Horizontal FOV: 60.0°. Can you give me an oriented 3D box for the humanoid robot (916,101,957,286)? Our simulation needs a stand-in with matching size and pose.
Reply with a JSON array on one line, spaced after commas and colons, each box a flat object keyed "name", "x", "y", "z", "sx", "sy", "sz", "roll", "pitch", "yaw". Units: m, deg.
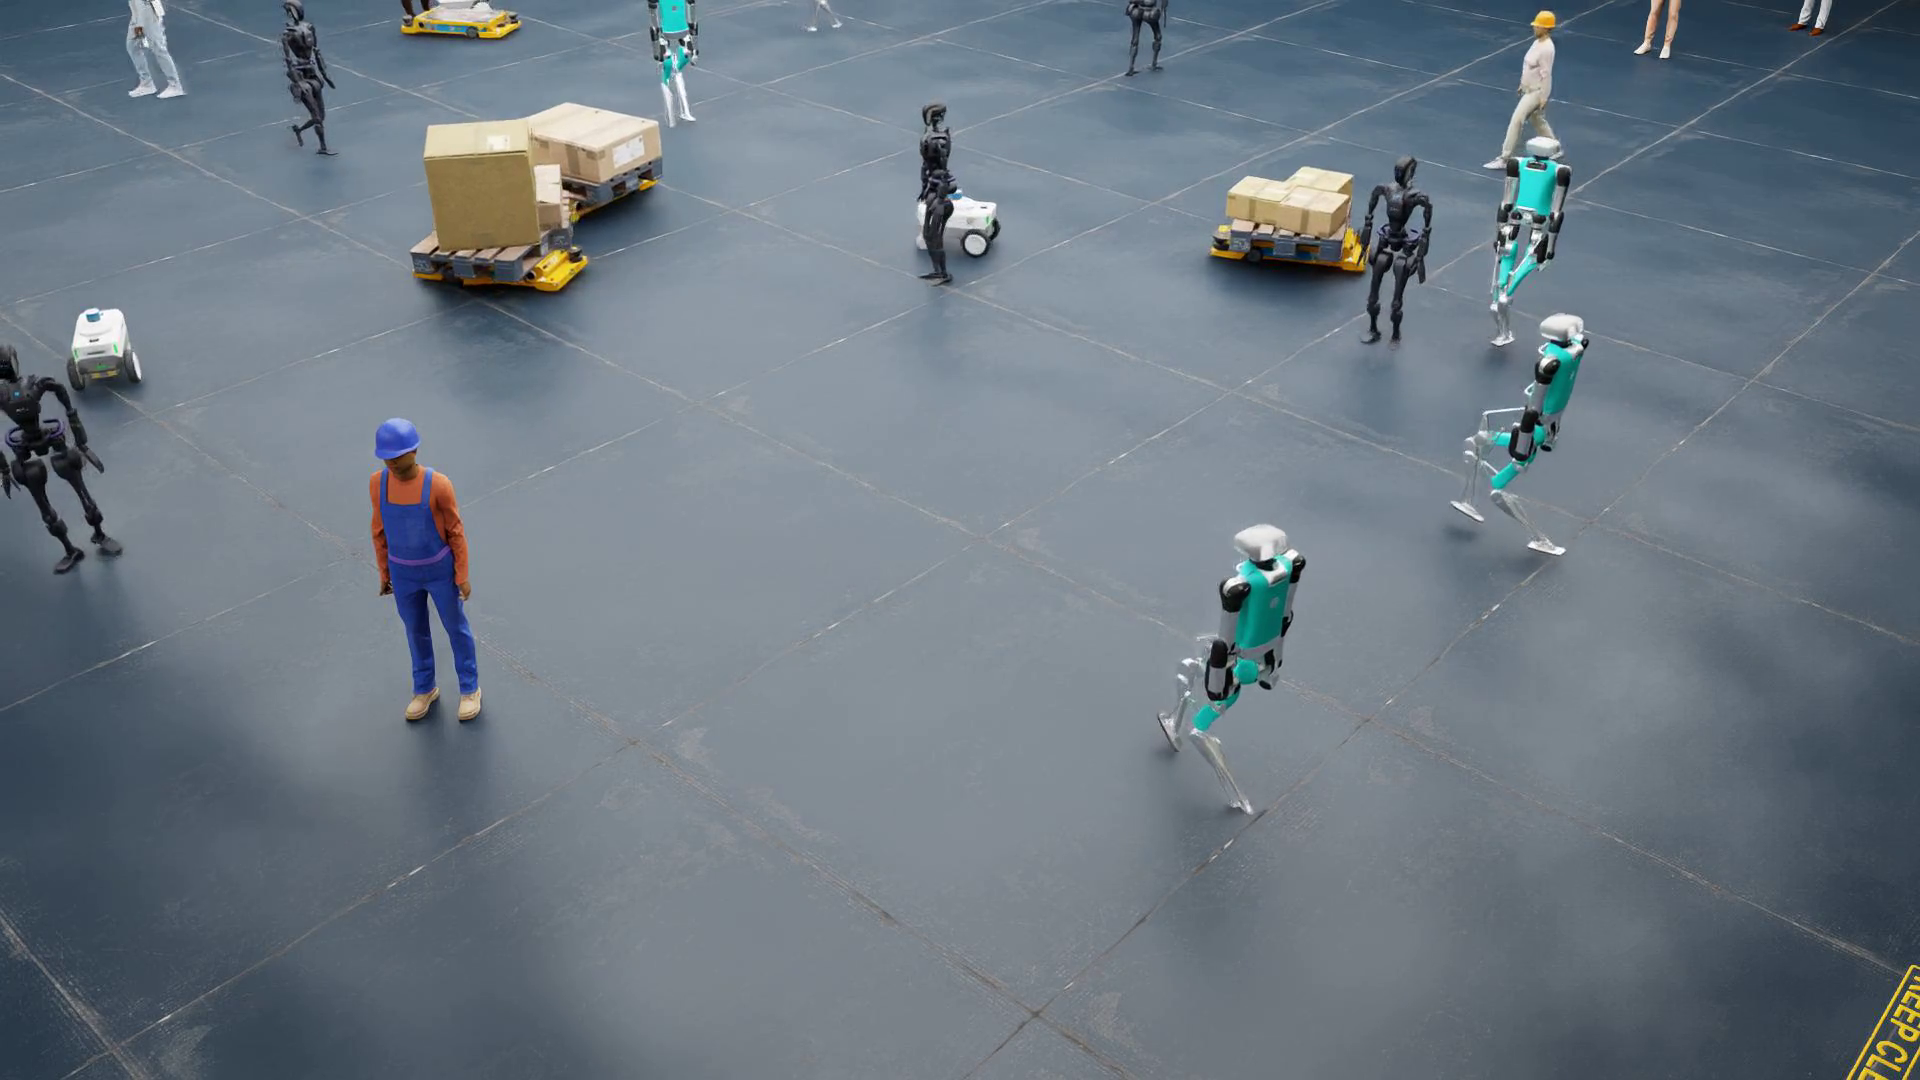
[{"name": "humanoid robot", "x": -0.212, "y": -3.077, "z": 14.780, "sx": 0.324, "sy": 1.651, "sz": 0.590, "roll": -10, "pitch": 33, "yaw": -16}]

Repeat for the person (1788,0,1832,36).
[{"name": "person", "x": 11.428, "y": -7.615, "z": 21.938, "sx": 0.367, "sy": 1.833, "sz": 0.503, "roll": -19, "pitch": 36, "yaw": -27}]

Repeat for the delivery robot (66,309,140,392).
[{"name": "delivery robot", "x": -6.917, "y": -1.556, "z": 13.403, "sx": 0.499, "sy": 0.611, "sz": 0.814, "roll": -11, "pitch": 33, "yaw": -17}]

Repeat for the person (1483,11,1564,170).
[{"name": "person", "x": 6.051, "y": -4.694, "z": 17.389, "sx": 0.835, "sy": 1.662, "sz": 0.481, "roll": 2, "pitch": 32, "yaw": 2}]

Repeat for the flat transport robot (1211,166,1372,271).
[{"name": "flat transport robot", "x": 3.122, "y": -2.795, "z": 15.654, "sx": 1.431, "sy": 0.231, "sz": 0.659, "roll": 8, "pitch": 33, "yaw": 13}]

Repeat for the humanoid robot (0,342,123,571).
[{"name": "humanoid robot", "x": -5.890, "y": -0.559, "z": 10.718, "sx": 0.610, "sy": 1.639, "sz": 0.398, "roll": -17, "pitch": 36, "yaw": -25}]

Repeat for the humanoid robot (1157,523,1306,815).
[{"name": "humanoid robot", "x": 1.307, "y": 0.582, "z": 8.869, "sx": 0.532, "sy": 1.780, "sz": 1.000, "roll": -23, "pitch": 38, "yaw": -32}]

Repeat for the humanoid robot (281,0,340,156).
[{"name": "humanoid robot", "x": -7.068, "y": -4.962, "z": 17.819, "sx": 0.599, "sy": 1.633, "sz": 0.588, "roll": 9, "pitch": 33, "yaw": 14}]

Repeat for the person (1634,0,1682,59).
[{"name": "person", "x": 8.967, "y": -7.038, "z": 20.967, "sx": 0.513, "sy": 1.873, "sz": 0.366, "roll": 23, "pitch": 39, "yaw": 32}]

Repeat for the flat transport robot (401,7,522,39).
[{"name": "flat transport robot", "x": -6.700, "y": -6.948, "z": 22.342, "sx": 1.431, "sy": 0.231, "sz": 0.659, "roll": 7, "pitch": 33, "yaw": 11}]

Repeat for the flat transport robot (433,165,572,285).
[{"name": "flat transport robot", "x": -4.250, "y": -2.767, "z": 15.610, "sx": 0.659, "sy": 0.231, "sz": 1.431, "roll": -6, "pitch": 32, "yaw": -10}]

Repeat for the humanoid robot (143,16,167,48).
[{"name": "humanoid robot", "x": -10.552, "y": -7.253, "z": 21.378, "sx": 0.530, "sy": 1.730, "sz": 0.687, "roll": -13, "pitch": 34, "yaw": -20}]

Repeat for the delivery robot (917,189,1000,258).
[{"name": "delivery robot", "x": -0.023, "y": -3.020, "z": 15.740, "sx": 0.788, "sy": 0.587, "sz": 0.499, "roll": 7, "pitch": 33, "yaw": 11}]

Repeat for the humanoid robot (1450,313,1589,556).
[{"name": "humanoid robot", "x": 3.620, "y": -0.730, "z": 10.981, "sx": 1.042, "sy": 1.758, "sz": 0.556, "roll": 26, "pitch": 40, "yaw": 35}]

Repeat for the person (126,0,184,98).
[{"name": "person", "x": -9.630, "y": -6.087, "z": 19.414, "sx": 0.718, "sy": 1.896, "sz": 0.605, "roll": -21, "pitch": 37, "yaw": -29}]

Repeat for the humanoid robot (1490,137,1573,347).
[{"name": "humanoid robot", "x": 4.495, "y": -2.312, "z": 13.511, "sx": 0.547, "sy": 1.789, "sz": 0.831, "roll": 23, "pitch": 39, "yaw": 33}]

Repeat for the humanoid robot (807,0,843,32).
[{"name": "humanoid robot", "x": -1.900, "y": -7.622, "z": 22.112, "sx": 0.809, "sy": 1.834, "sz": 0.565, "roll": -27, "pitch": 41, "yaw": -36}]

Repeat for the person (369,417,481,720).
[{"name": "person", "x": -3.009, "y": 0.169, "z": 9.328, "sx": 0.512, "sy": 1.910, "sz": 0.363, "roll": 1, "pitch": 32, "yaw": 2}]

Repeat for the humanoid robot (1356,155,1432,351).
[{"name": "humanoid robot", "x": 3.553, "y": -2.361, "z": 13.618, "sx": 0.611, "sy": 1.647, "sz": 0.307, "roll": 20, "pitch": 37, "yaw": 29}]

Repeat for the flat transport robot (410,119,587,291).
[{"name": "flat transport robot", "x": -4.226, "y": -2.538, "z": 15.240, "sx": 1.431, "sy": 0.231, "sz": 0.659, "roll": 7, "pitch": 33, "yaw": 11}]

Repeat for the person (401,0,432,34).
[{"name": "person", "x": -7.327, "y": -7.696, "z": 21.987, "sx": 0.690, "sy": 1.923, "sz": 0.541, "roll": -1, "pitch": 32, "yaw": -1}]

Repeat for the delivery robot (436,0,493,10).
[{"name": "delivery robot", "x": -6.862, "y": -7.465, "z": 22.890, "sx": 0.757, "sy": 0.580, "sz": 0.499, "roll": -11, "pitch": 33, "yaw": -17}]

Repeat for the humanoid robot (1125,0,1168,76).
[{"name": "humanoid robot", "x": 2.290, "y": -6.553, "z": 20.386, "sx": 0.609, "sy": 1.637, "sz": 0.559, "roll": 23, "pitch": 39, "yaw": 33}]

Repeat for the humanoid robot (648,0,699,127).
[{"name": "humanoid robot", "x": -3.217, "y": -5.475, "z": 18.592, "sx": 0.543, "sy": 1.806, "sz": 0.731, "roll": -12, "pitch": 34, "yaw": -19}]

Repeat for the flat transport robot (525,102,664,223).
[{"name": "flat transport robot", "x": -3.784, "y": -3.551, "z": 16.872, "sx": 0.659, "sy": 0.231, "sz": 1.431, "roll": 17, "pitch": 36, "yaw": 26}]
